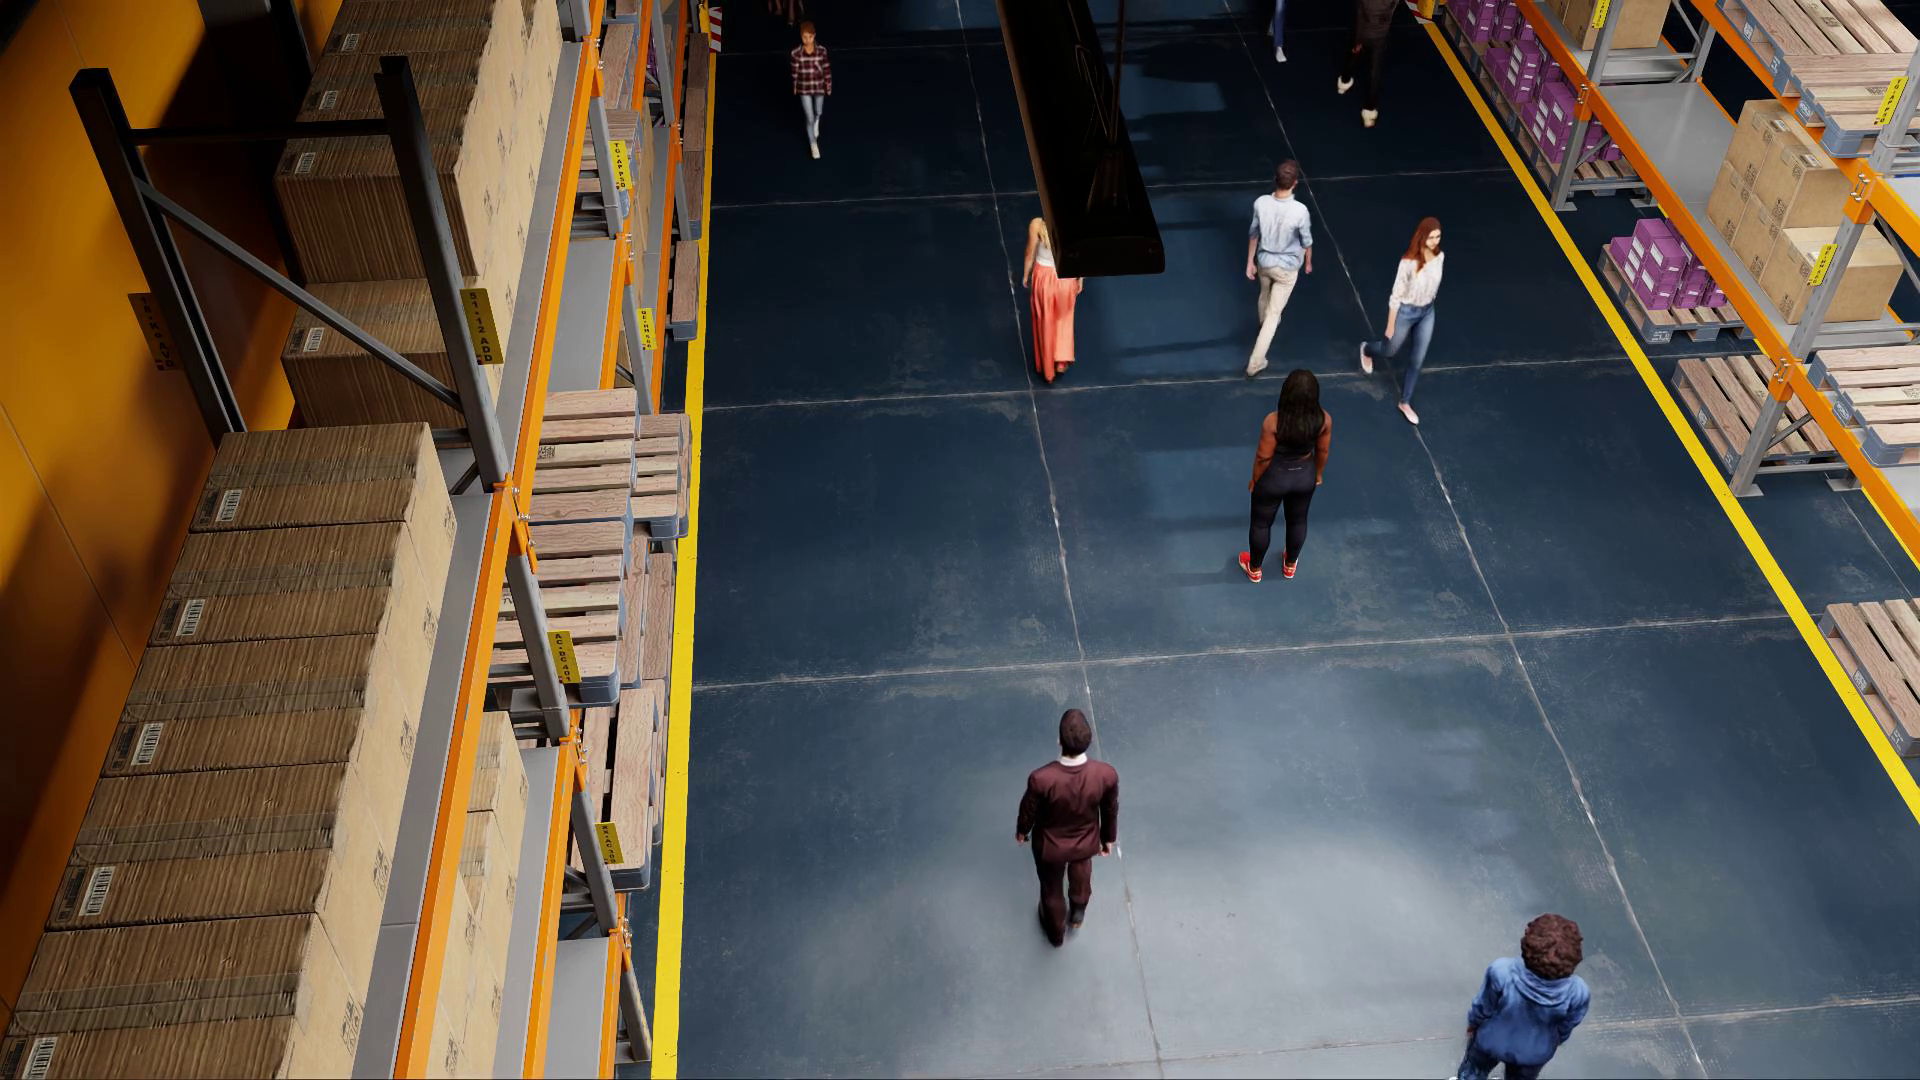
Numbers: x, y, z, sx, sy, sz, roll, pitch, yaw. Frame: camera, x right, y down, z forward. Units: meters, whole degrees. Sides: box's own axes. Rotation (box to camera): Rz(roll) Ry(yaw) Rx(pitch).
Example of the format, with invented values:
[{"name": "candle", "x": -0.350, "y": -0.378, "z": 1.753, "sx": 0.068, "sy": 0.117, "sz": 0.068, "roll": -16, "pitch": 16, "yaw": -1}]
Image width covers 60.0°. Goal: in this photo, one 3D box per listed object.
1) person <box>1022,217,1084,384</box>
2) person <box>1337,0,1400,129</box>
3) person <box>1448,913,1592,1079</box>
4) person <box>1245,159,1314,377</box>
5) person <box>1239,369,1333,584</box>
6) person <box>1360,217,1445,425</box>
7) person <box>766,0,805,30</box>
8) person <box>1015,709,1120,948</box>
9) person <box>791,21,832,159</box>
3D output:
[{"name": "person", "x": 0.747, "y": -1.953, "z": 13.064, "sx": 0.639, "sy": 1.789, "sz": 0.713, "roll": -5, "pitch": 44, "yaw": -6}, {"name": "person", "x": 4.040, "y": -4.995, "z": 16.364, "sx": 0.856, "sy": 1.643, "sz": 1.255, "roll": 6, "pitch": 44, "yaw": 6}, {"name": "person", "x": 2.811, "y": 2.491, "z": 8.383, "sx": 0.765, "sy": 1.811, "sz": 0.740, "roll": 13, "pitch": 45, "yaw": 14}, {"name": "person", "x": 2.501, "y": -2.128, "z": 13.232, "sx": 1.076, "sy": 1.812, "sz": 1.165, "roll": 26, "pitch": 49, "yaw": 25}, {"name": "person", "x": 2.243, "y": -0.434, "z": 11.451, "sx": 0.660, "sy": 1.816, "sz": 0.593, "roll": -4, "pitch": 44, "yaw": -5}, {"name": "person", "x": 3.466, "y": -1.785, "z": 12.949, "sx": 0.762, "sy": 1.705, "sz": 1.107, "roll": -14, "pitch": 45, "yaw": -14}, {"name": "person", "x": -1.973, "y": -6.368, "z": 17.829, "sx": 0.624, "sy": 1.610, "sz": 0.904, "roll": -3, "pitch": 44, "yaw": -3}, {"name": "person", "x": 0.608, "y": 1.686, "z": 9.198, "sx": 0.724, "sy": 1.853, "sz": 0.667, "roll": -9, "pitch": 44, "yaw": -10}, {"name": "person", "x": -1.433, "y": -4.389, "z": 15.983, "sx": 0.599, "sy": 1.291, "sz": 0.906, "roll": -9, "pitch": 44, "yaw": -9}]
